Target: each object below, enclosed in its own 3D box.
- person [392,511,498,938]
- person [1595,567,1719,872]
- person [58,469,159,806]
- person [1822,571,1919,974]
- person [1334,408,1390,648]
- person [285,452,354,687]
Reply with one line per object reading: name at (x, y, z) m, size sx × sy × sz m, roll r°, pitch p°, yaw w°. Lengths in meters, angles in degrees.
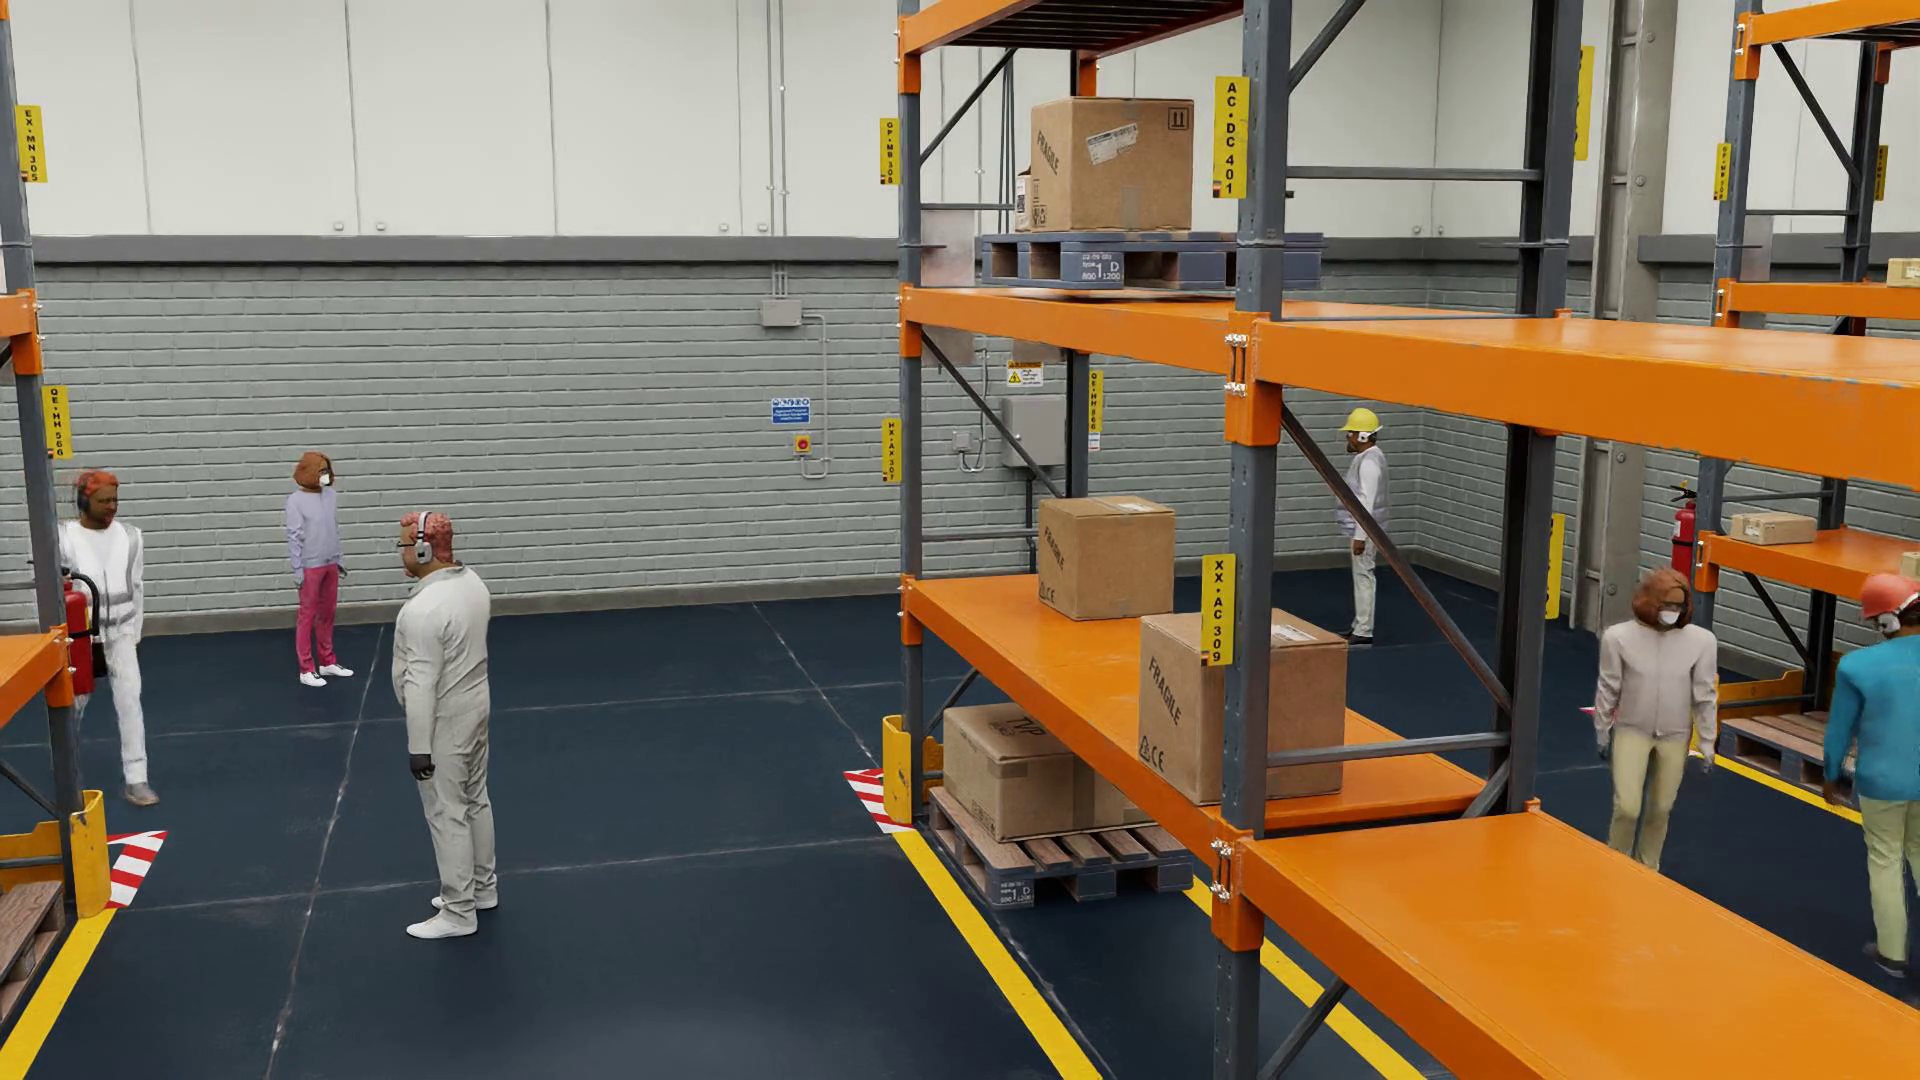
person at (-2.307, 0.809, 7.385) m, size 0.399 × 1.899 × 0.635 m, roll 1°, pitch 10°, yaw 7°
person at (3.148, 0.922, 7.538) m, size 0.495 × 1.614 × 0.479 m, roll 2°, pitch 10°, yaw 12°
person at (-4.811, 0.512, 9.230) m, size 0.960 × 1.848 × 0.580 m, roll 8°, pitch 13°, yaw 40°
person at (3.914, 0.985, 6.909) m, size 0.587 × 1.713 × 0.407 m, roll 1°, pitch 10°, yaw 8°
person at (3.073, -0.094, 12.734) m, size 0.403 × 1.828 × 0.596 m, roll 2°, pitch 10°, yaw 13°
person at (-4.485, 0.193, 11.632) m, size 0.265 × 1.631 × 0.508 m, roll 3°, pitch 10°, yaw 17°
